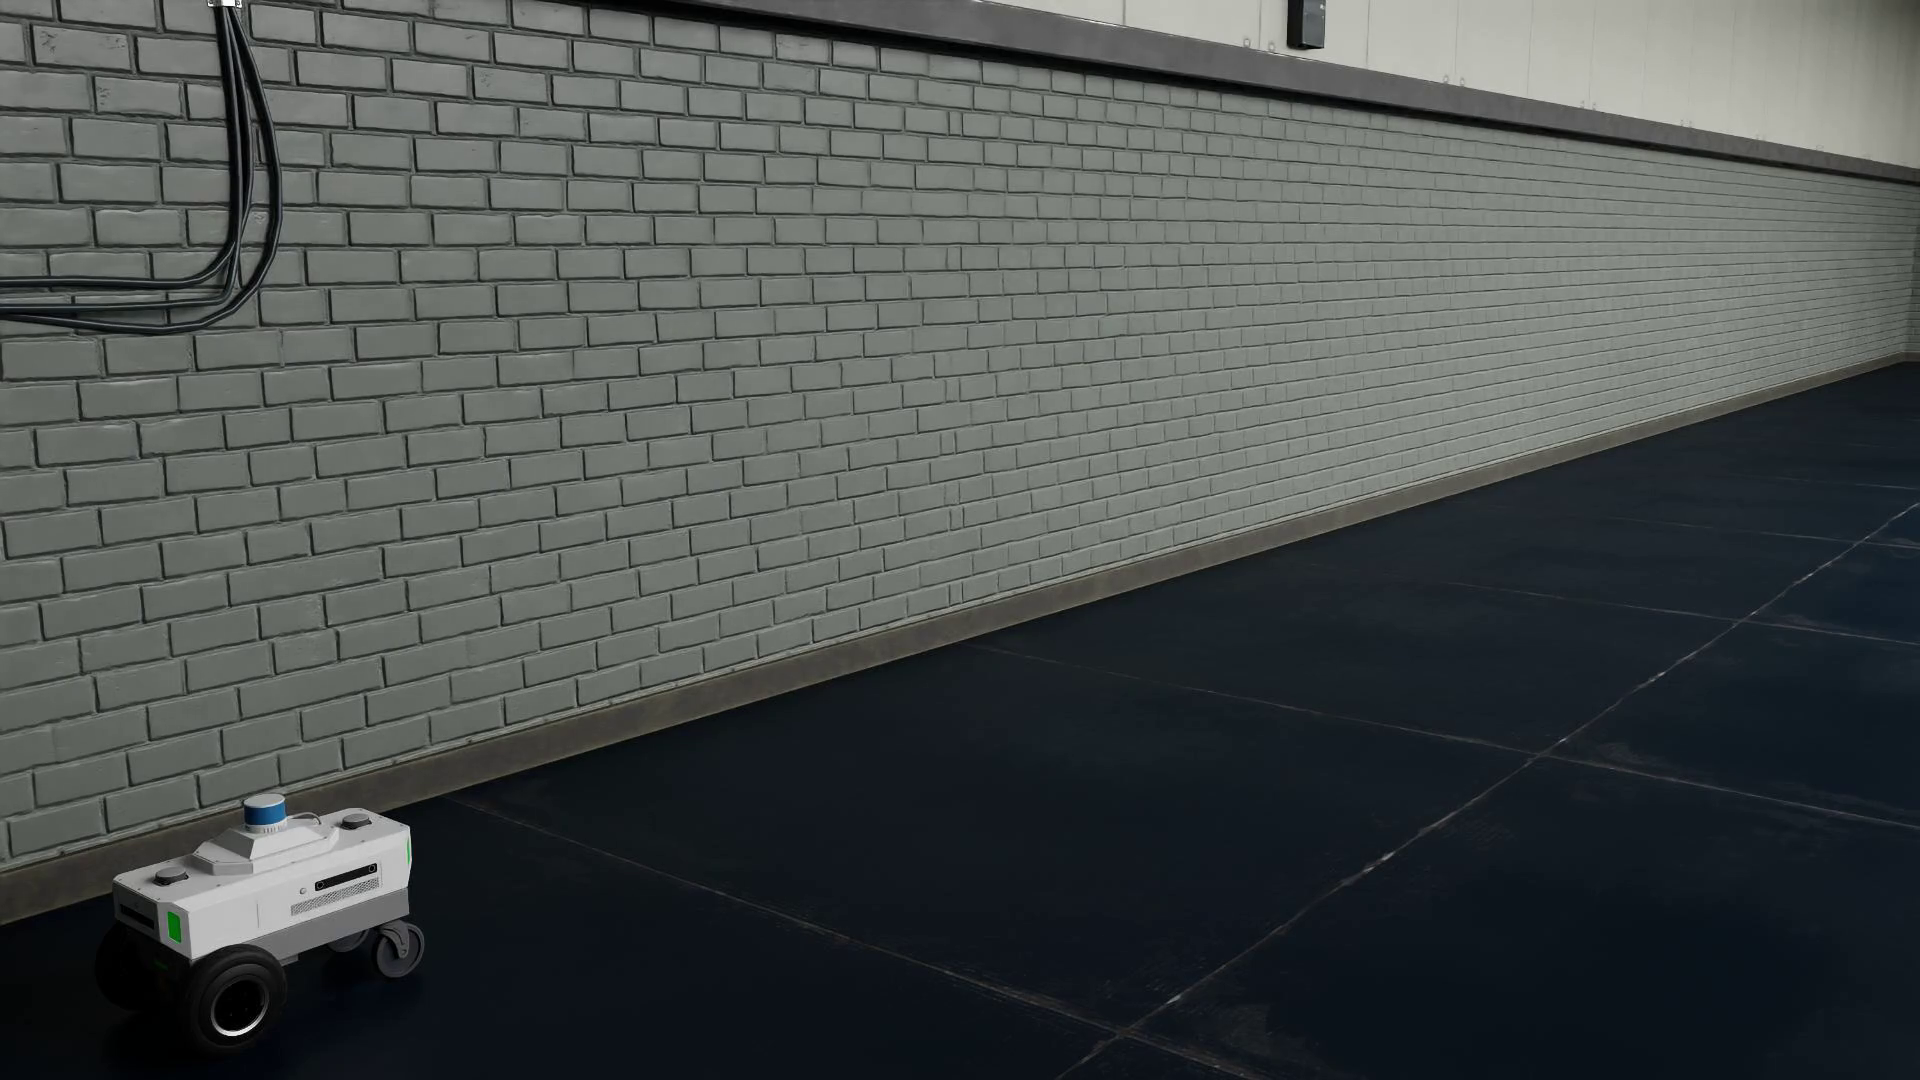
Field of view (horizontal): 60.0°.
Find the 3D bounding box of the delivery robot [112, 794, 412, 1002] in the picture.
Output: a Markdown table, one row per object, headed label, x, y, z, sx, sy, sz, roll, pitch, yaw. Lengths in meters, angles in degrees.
| label | x | y | z | sx | sy | sz | roll | pitch | yaw |
| --- | --- | --- | --- | --- | --- | --- | --- | --- | --- |
| delivery robot | -1.825 | 0.917 | 4.407 | 0.477 | 0.478 | 0.707 | 8 | 13 | 38 |
